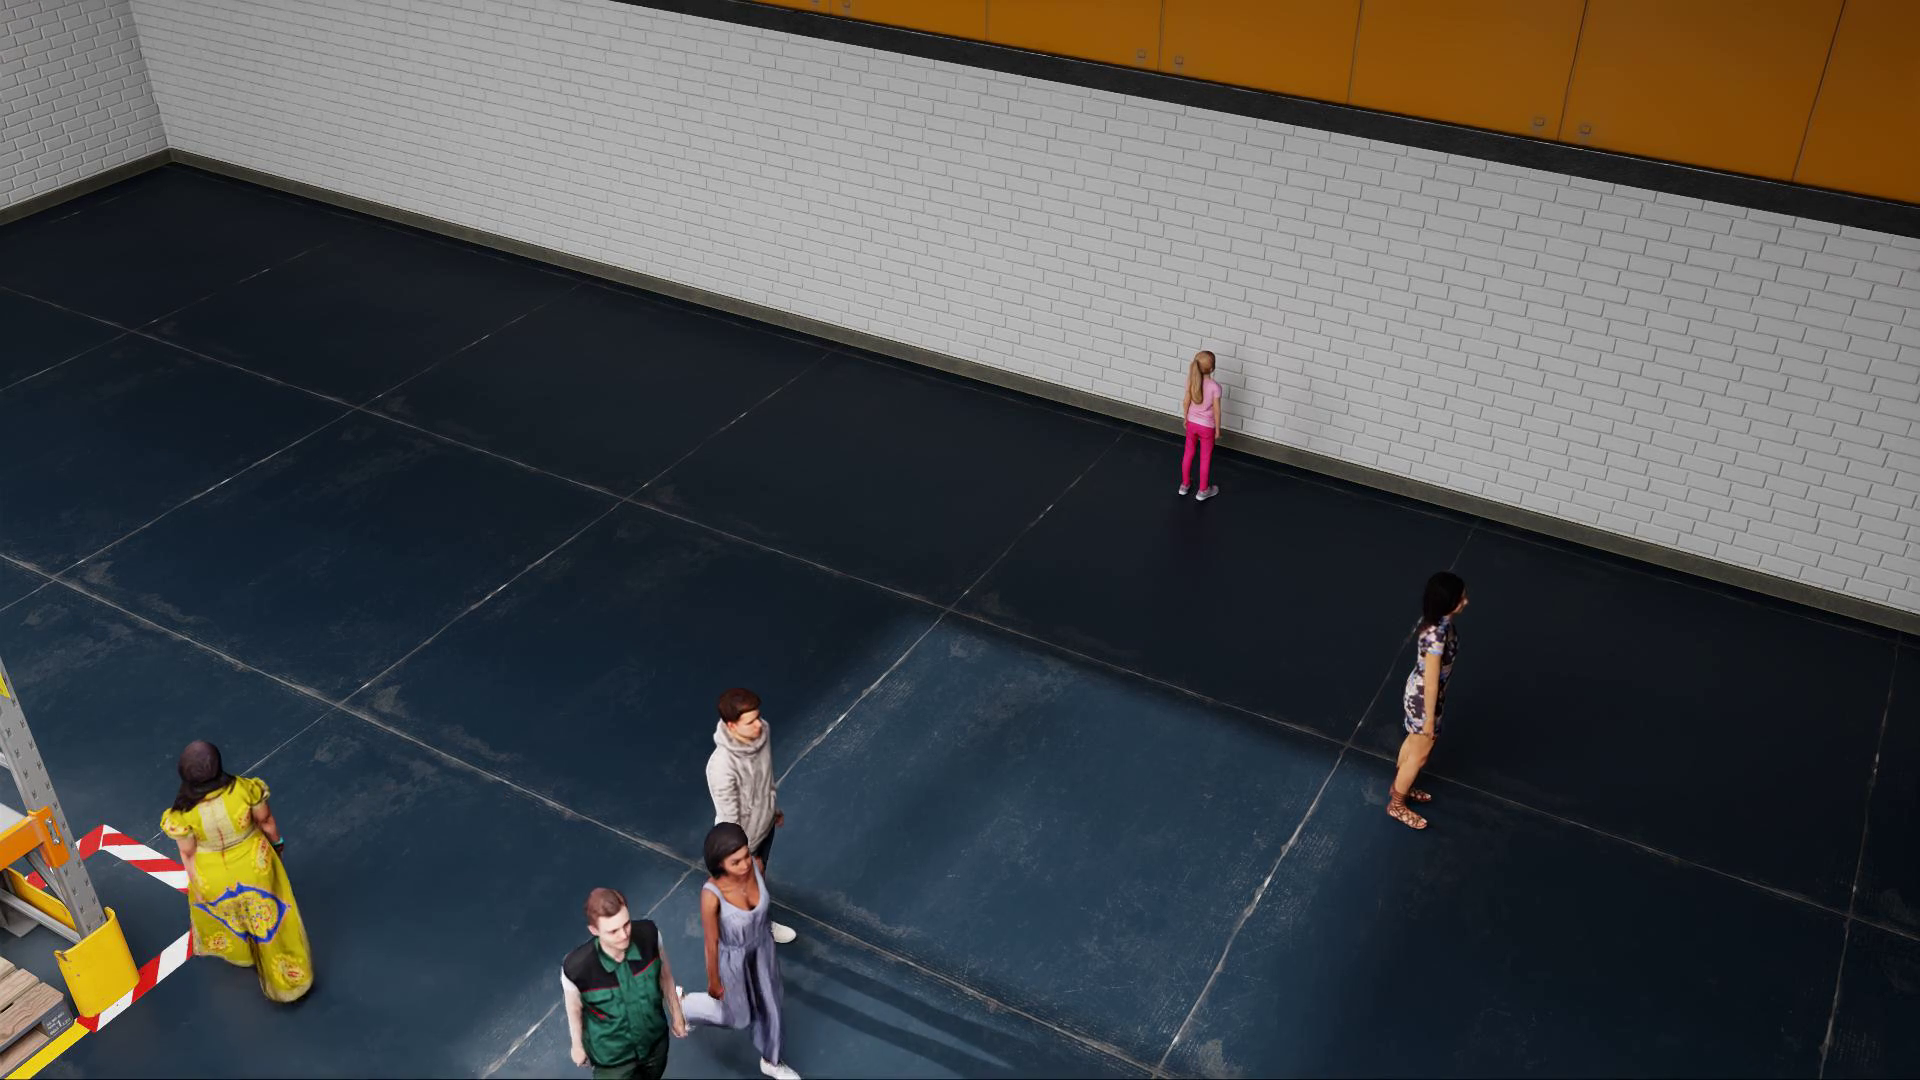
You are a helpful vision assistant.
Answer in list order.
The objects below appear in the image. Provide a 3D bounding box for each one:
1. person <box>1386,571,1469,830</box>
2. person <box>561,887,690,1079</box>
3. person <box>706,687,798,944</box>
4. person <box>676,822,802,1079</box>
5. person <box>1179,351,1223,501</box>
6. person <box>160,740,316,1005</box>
[{"bbox_3d":[2.759,0.929,9.848,0.701,1.734,0.516,10,35,15],"label":"person"},{"bbox_3d":[-1.581,2.272,7.753,1.005,1.817,0.932,-24,40,-32],"label":"person"},{"bbox_3d":[-1.144,1.524,8.846,0.765,1.853,0.572,12,35,17],"label":"person"},{"bbox_3d":[-1.148,2.029,8.249,0.754,1.672,0.988,25,41,33],"label":"person"},{"bbox_3d":[1.890,-0.912,13.036,0.503,1.271,0.535,22,40,30],"label":"person"},{"bbox_3d":[-3.753,1.782,8.657,1.096,1.632,1.102,-18,38,-25],"label":"person"}]
